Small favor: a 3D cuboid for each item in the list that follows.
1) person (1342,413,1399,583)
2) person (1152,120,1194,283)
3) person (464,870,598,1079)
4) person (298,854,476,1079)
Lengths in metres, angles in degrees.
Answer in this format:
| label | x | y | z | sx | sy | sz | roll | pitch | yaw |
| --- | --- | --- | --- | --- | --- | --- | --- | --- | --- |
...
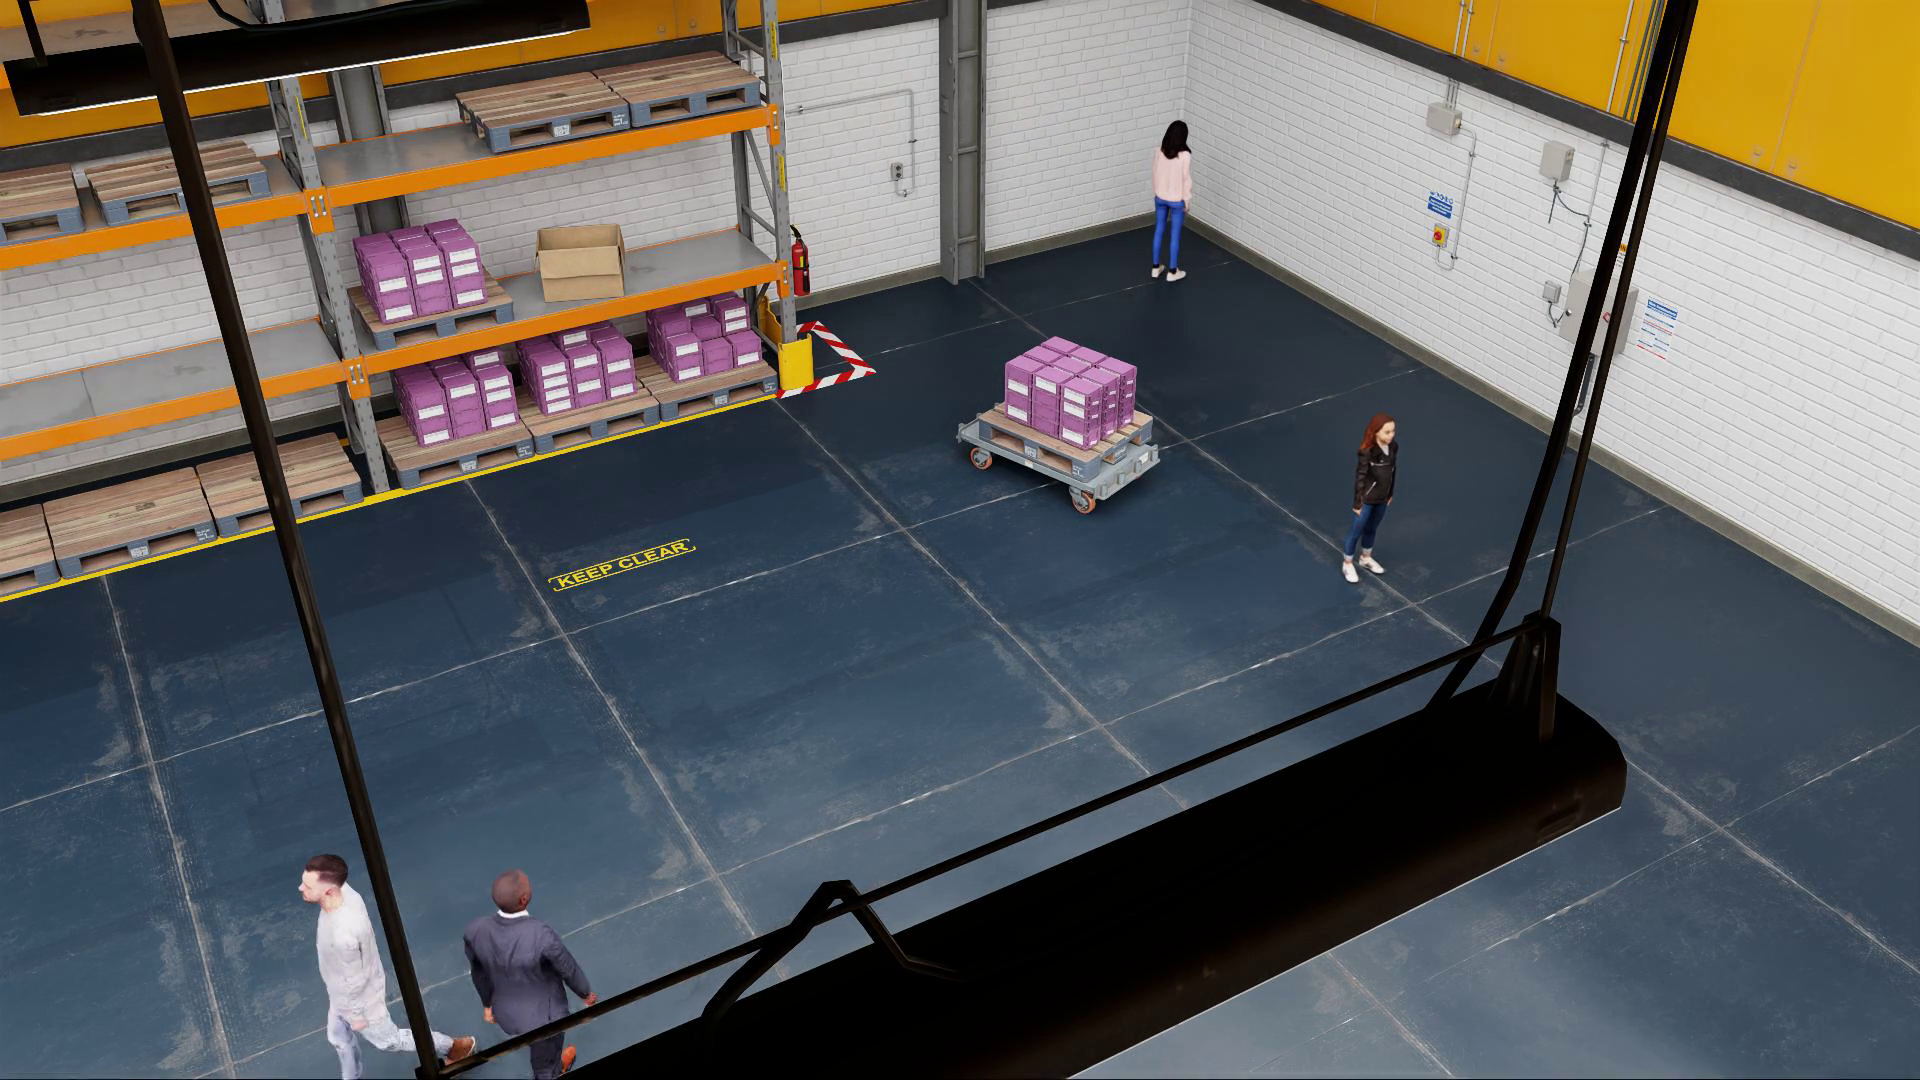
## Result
| label | x | y | z | sx | sy | sz | roll | pitch | yaw |
| --- | --- | --- | --- | --- | --- | --- | --- | --- | --- |
| person | 3.272 | -0.366 | 13.248 | 0.451 | 1.483 | 0.622 | -19 | 38 | -26 |
| person | 2.268 | -3.670 | 17.961 | 0.721 | 1.768 | 0.683 | 23 | 40 | 31 |
| person | -2.265 | 2.500 | 8.650 | 0.984 | 1.800 | 1.056 | 12 | 36 | 18 |
| person | -3.121 | 2.355 | 8.859 | 1.133 | 1.809 | 0.711 | -16 | 37 | -22 |
